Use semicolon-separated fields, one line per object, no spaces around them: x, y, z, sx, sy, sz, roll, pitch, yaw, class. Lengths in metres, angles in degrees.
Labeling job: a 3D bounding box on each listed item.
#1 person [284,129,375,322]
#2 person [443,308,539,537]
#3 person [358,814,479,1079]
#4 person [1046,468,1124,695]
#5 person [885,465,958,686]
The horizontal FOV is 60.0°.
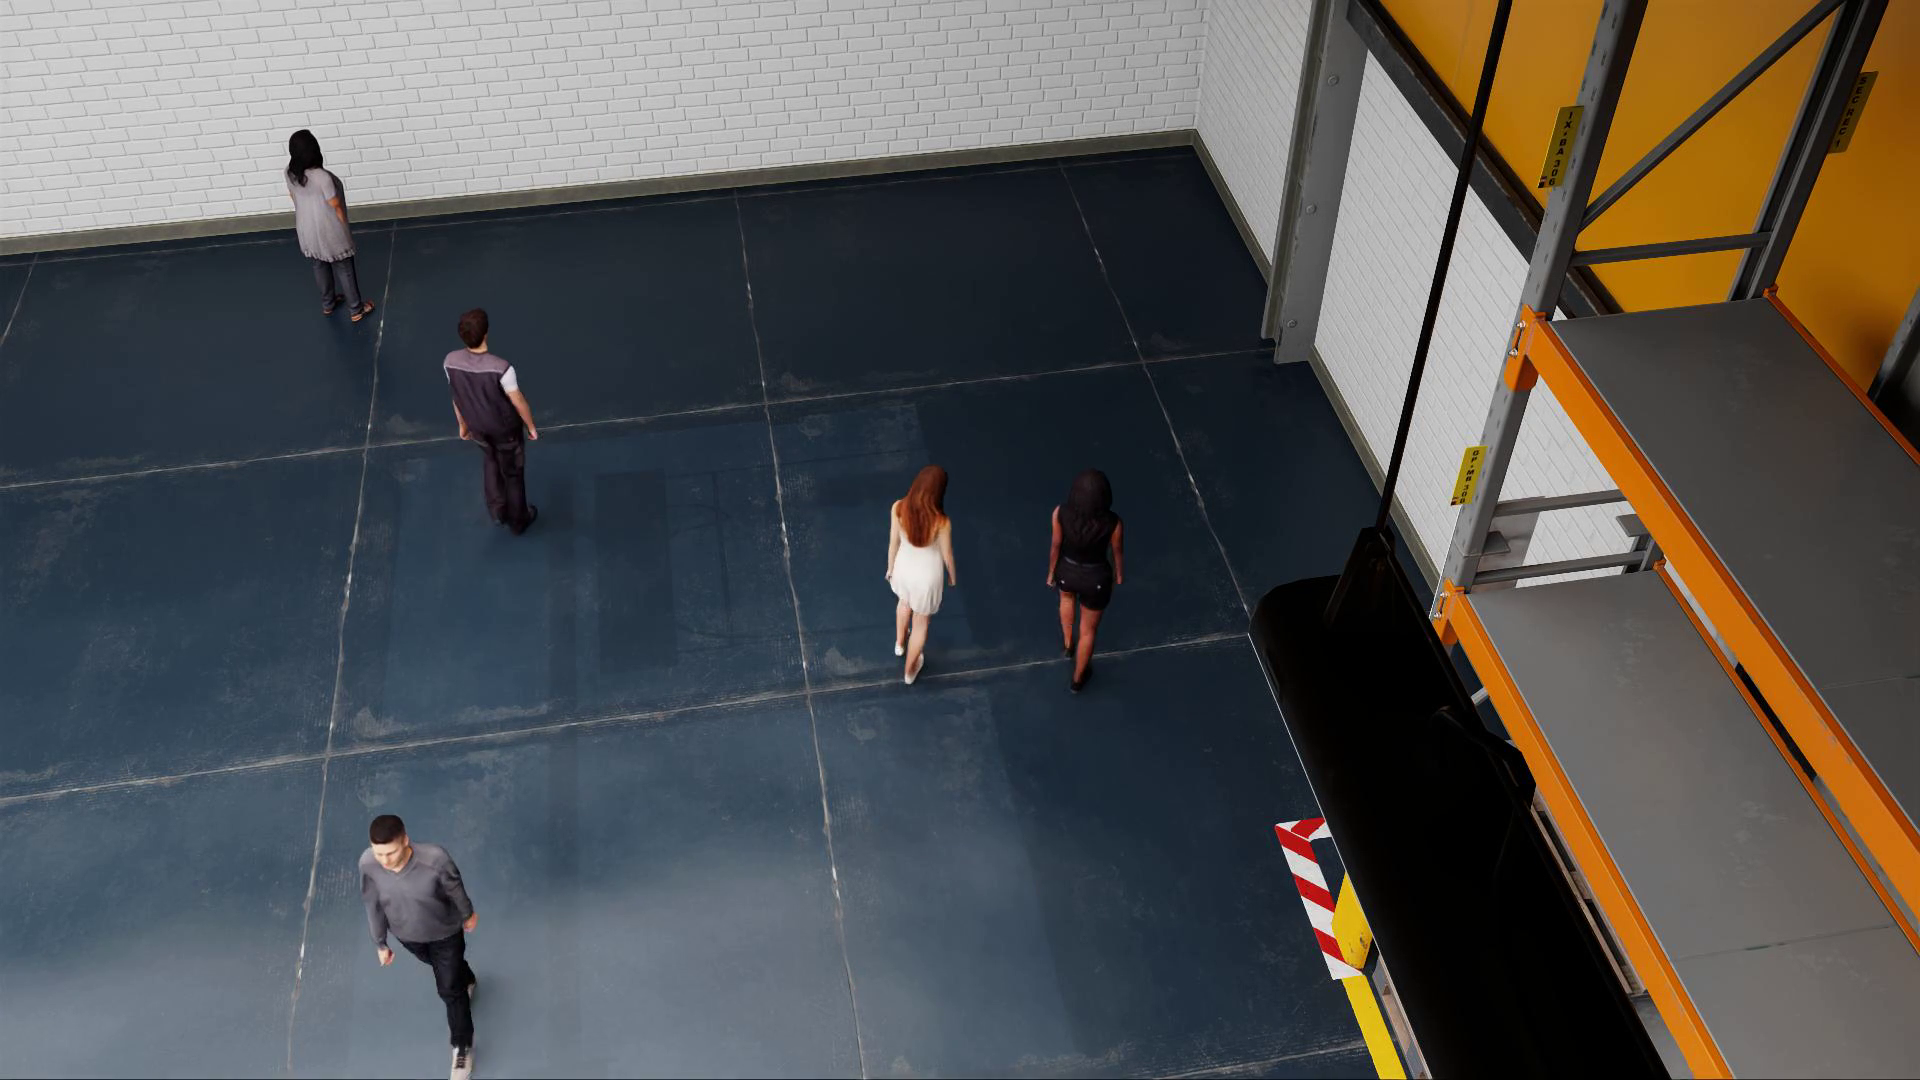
-5.055;-2.487;13.184;0.769;1.603;0.818;15;46;16;person
-3.159;-0.711;11.152;0.778;1.835;0.786;9;44;9;person
-2.700;1.895;8.485;0.735;1.740;0.961;0;44;0;person
0.732;0.304;10.168;0.761;1.723;0.835;12;45;12;person
-0.273;0.281;10.222;0.742;1.681;0.797;17;46;17;person
